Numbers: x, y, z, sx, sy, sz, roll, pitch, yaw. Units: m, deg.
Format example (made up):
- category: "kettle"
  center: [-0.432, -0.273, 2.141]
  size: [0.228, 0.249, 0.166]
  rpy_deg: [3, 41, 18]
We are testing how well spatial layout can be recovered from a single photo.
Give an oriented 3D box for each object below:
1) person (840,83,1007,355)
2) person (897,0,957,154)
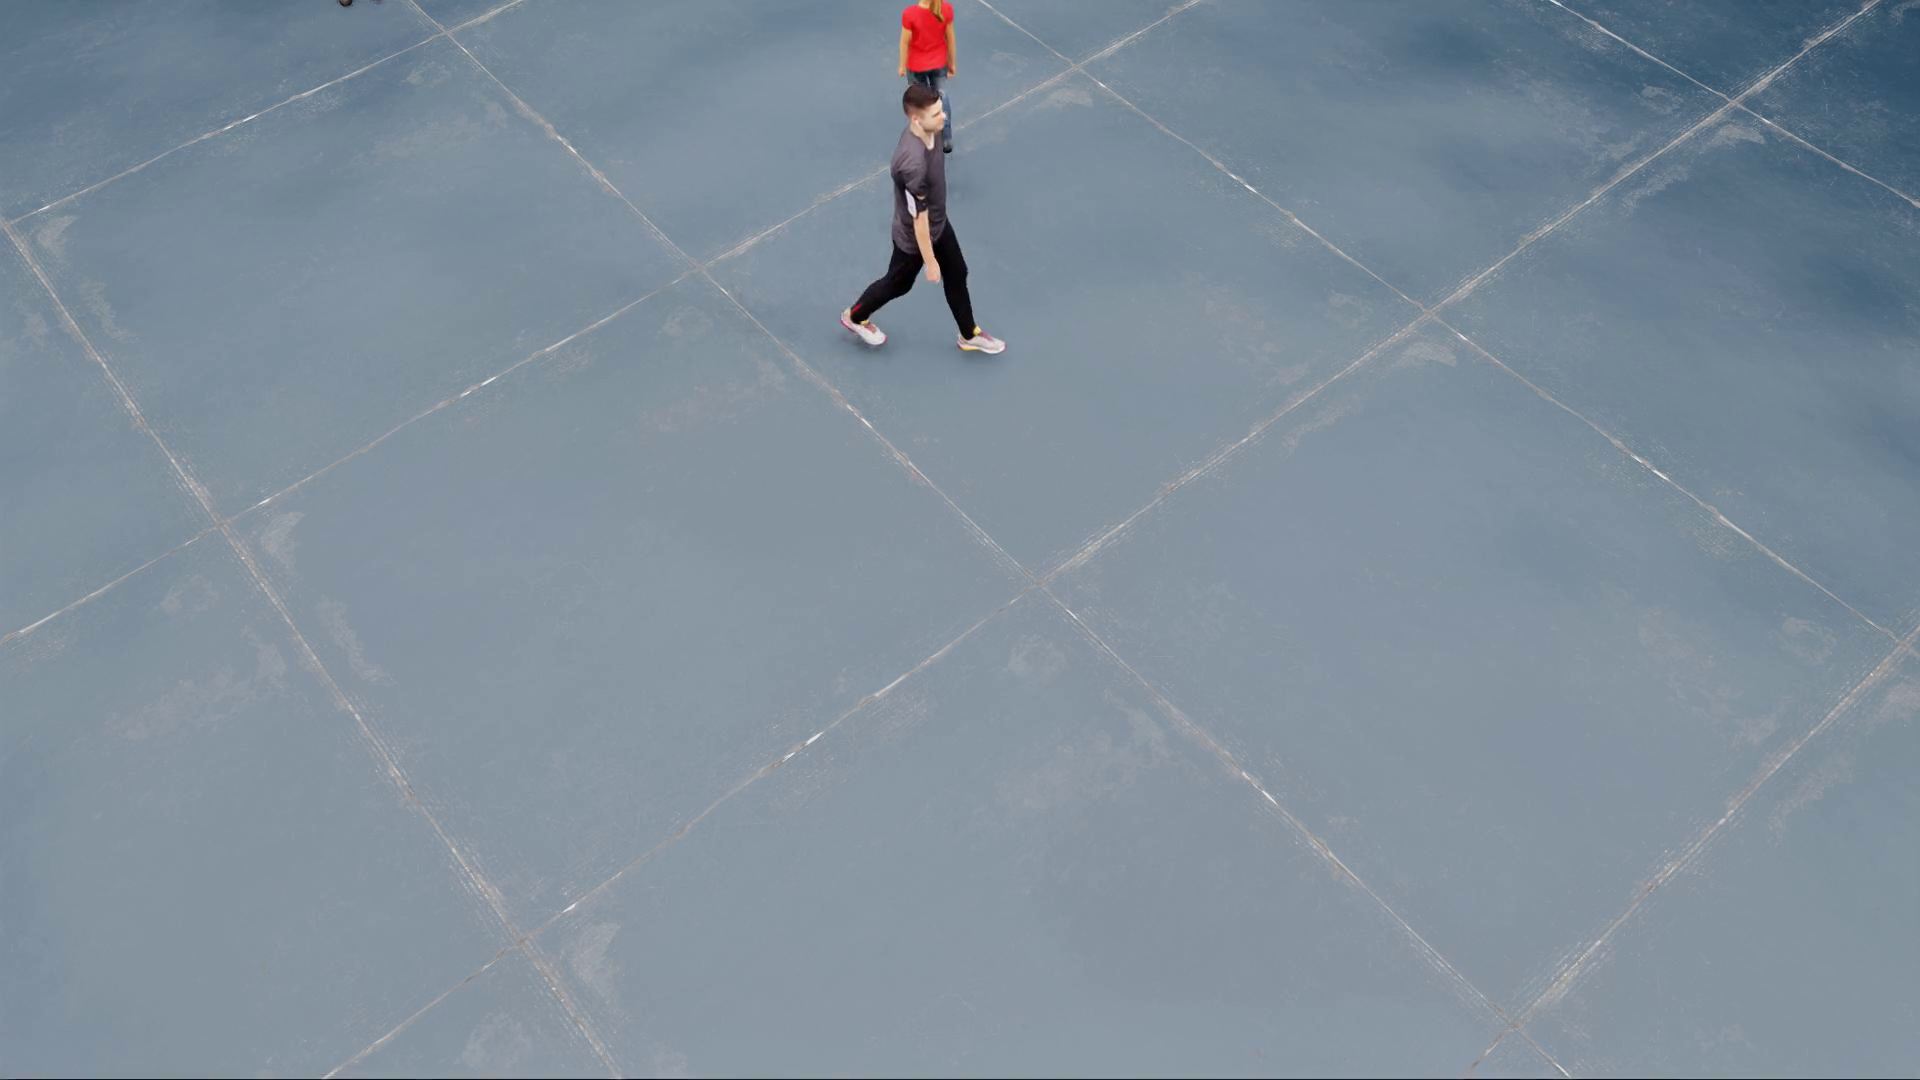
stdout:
- category: "person"
  center: [-0.291, -1.622, 8.707]
  size: [1.139, 1.725, 1.198]
  rpy_deg: [13, 53, 10]
- category: "person"
  center: [-0.174, -2.795, 9.883]
  size: [0.622, 1.302, 0.646]
  rpy_deg: [-15, 54, -12]
